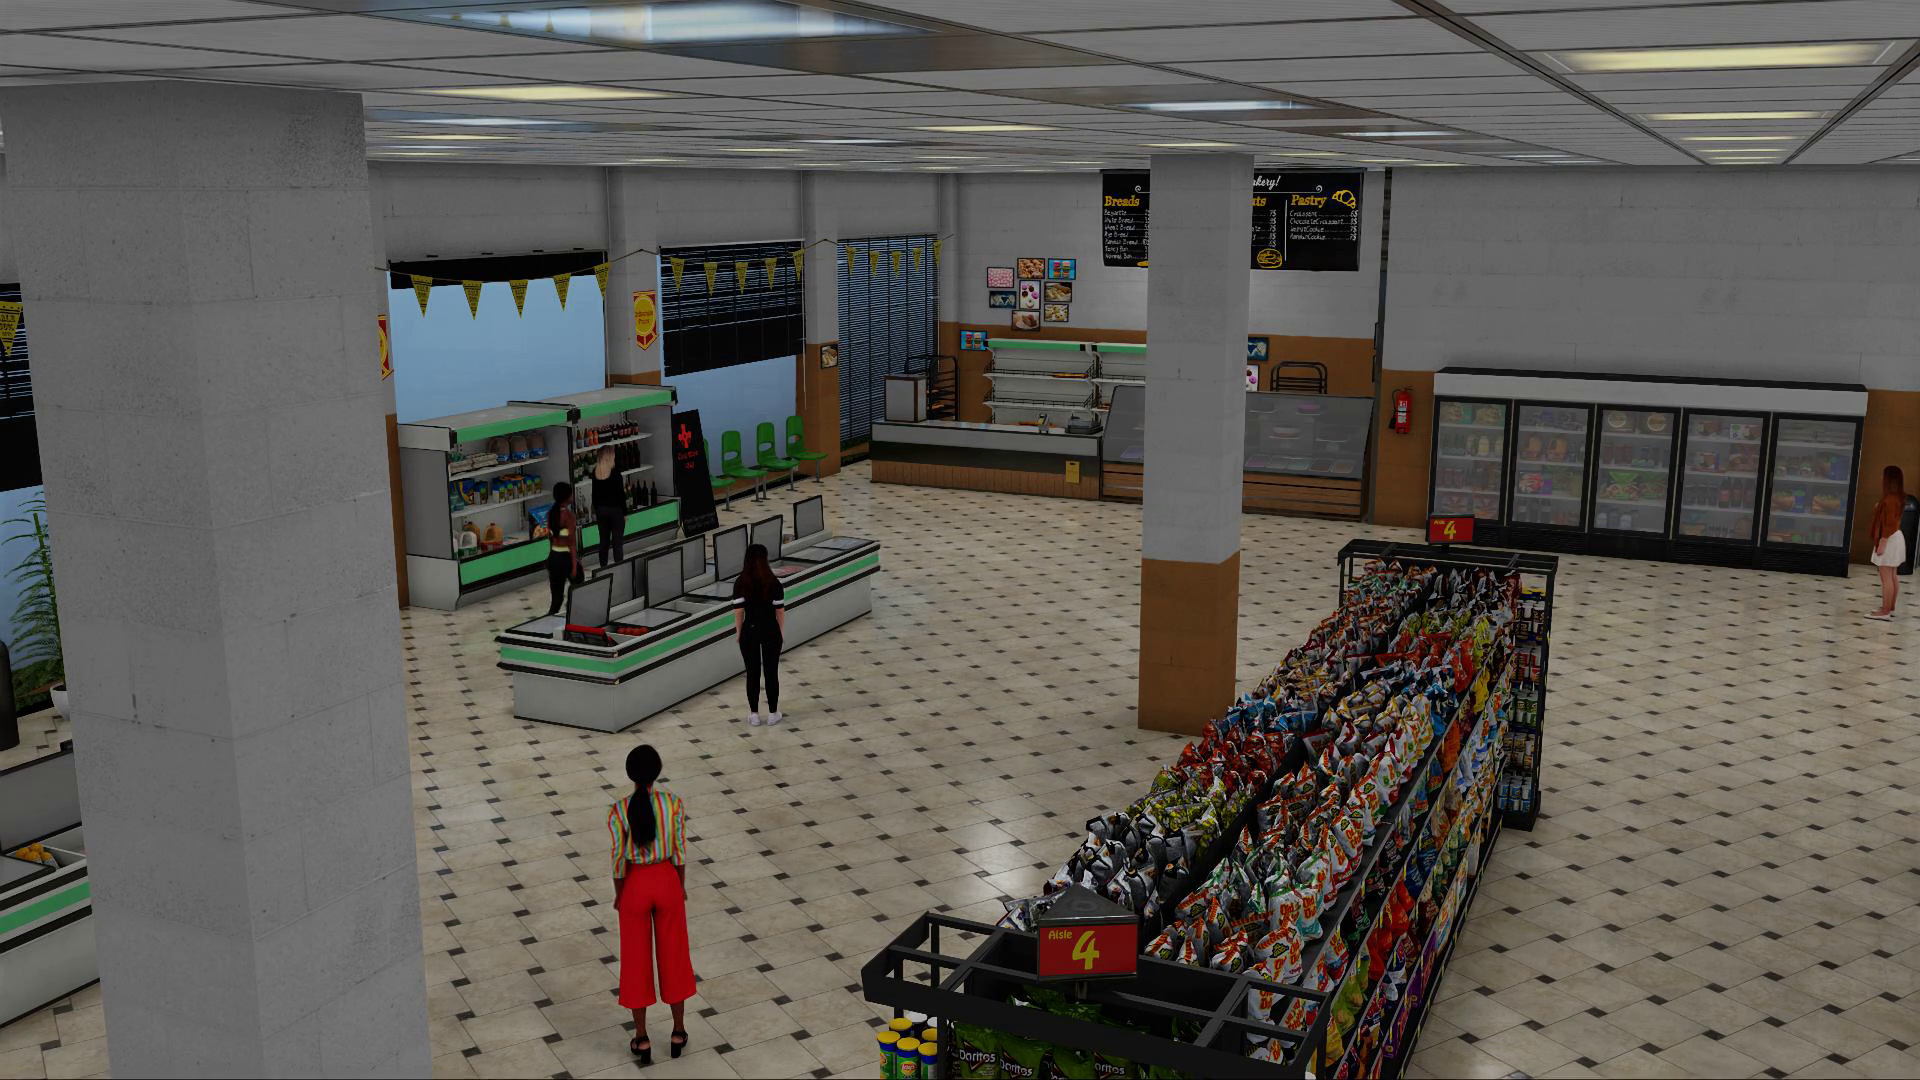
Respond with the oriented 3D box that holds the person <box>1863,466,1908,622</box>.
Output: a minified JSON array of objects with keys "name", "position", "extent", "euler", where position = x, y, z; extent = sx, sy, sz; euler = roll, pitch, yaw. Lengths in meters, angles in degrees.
[{"name":"person","position":[10.318,0.025,18.452],"extent":[0.754,1.720,0.612],"euler":[11,16,42]}]

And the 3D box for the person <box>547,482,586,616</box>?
[{"name":"person","position":[-4.151,0.294,17.140],"extent":[0.605,1.735,0.814],"euler":[6,13,27]}]

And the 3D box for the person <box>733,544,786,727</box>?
[{"name":"person","position":[-1.781,0.838,14.790],"extent":[0.707,1.638,0.733],"euler":[-1,12,-4]}]

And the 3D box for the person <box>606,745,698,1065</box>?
[{"name":"person","position":[-1.682,1.968,9.048],"extent":[0.678,1.793,0.730],"euler":[-4,12,-17]}]

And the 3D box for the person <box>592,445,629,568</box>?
[{"name":"person","position":[-4.249,-0.317,20.160],"extent":[0.609,1.686,0.533],"euler":[5,13,22]}]
